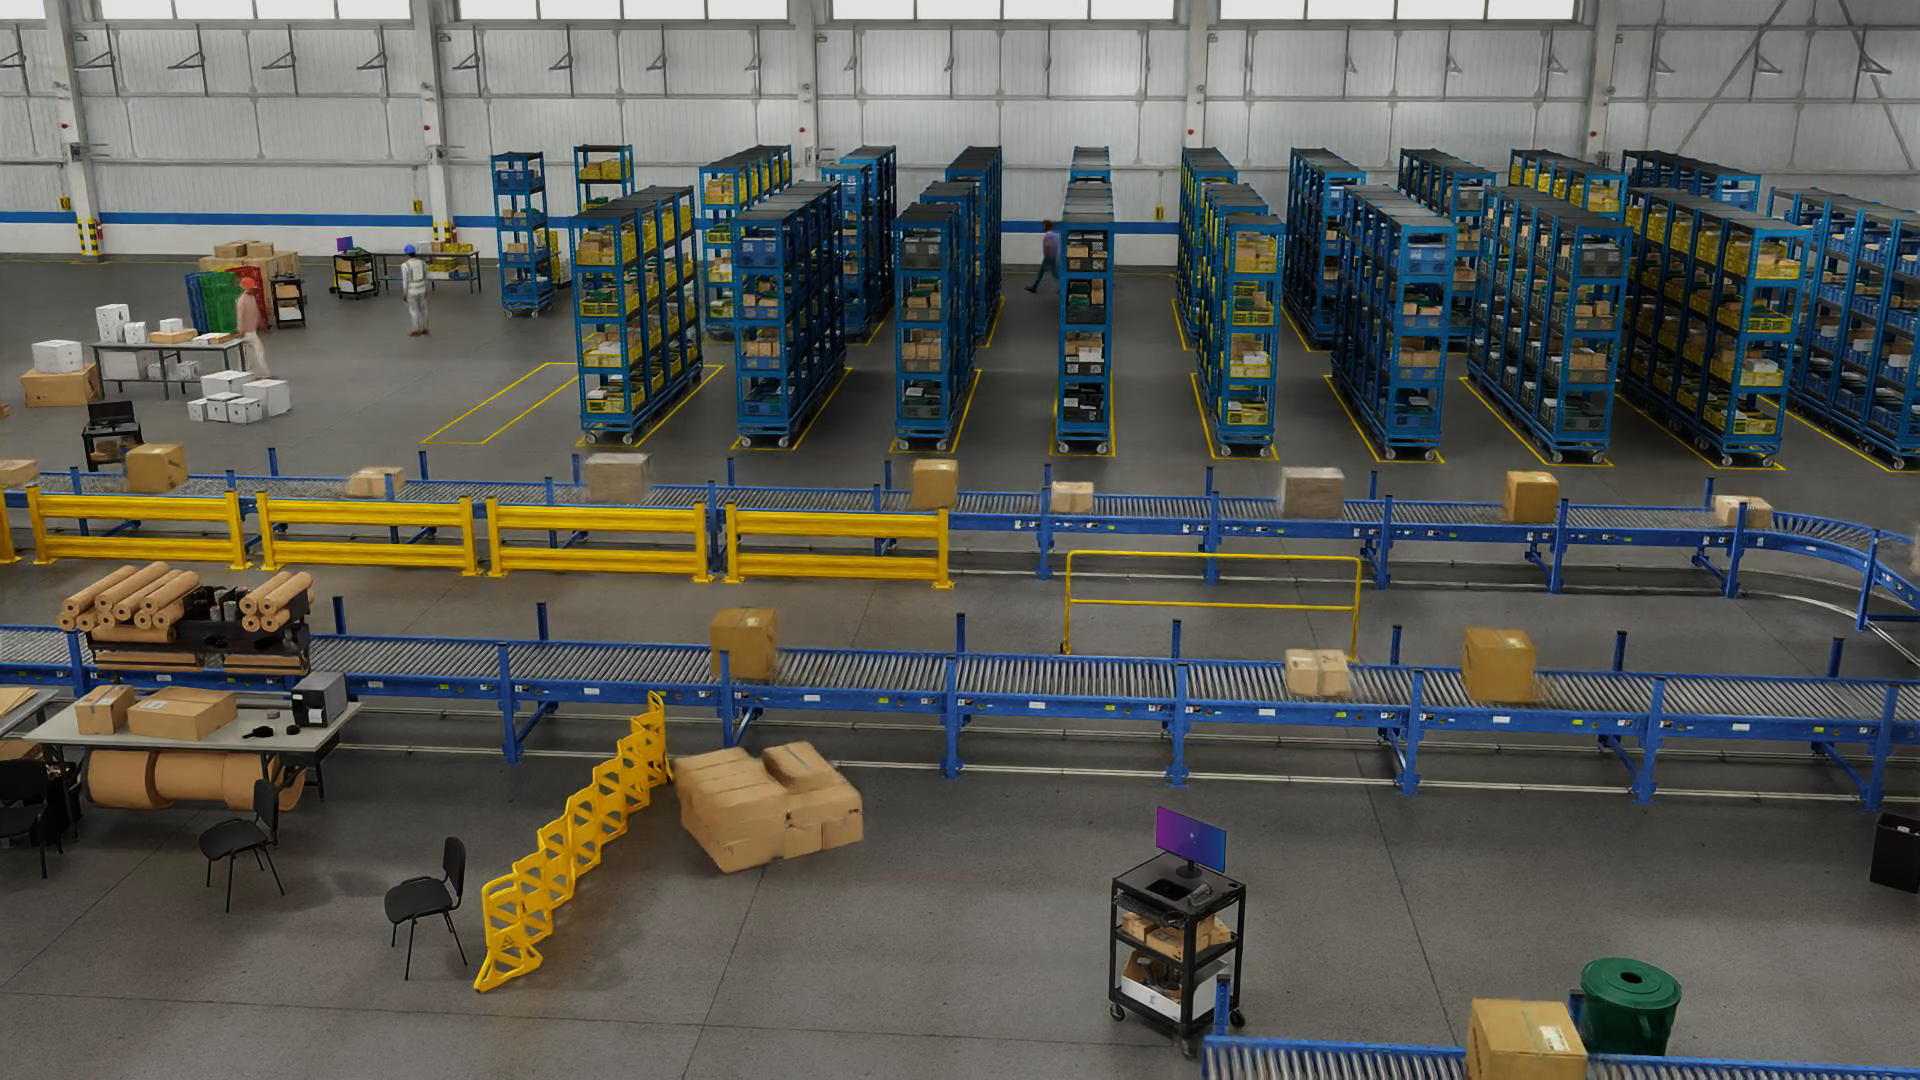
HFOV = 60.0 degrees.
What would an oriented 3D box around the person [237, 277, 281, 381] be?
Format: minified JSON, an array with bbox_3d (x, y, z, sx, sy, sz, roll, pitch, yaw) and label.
[{"bbox_3d":[-12.935,-3.857,30.602,0.883,1.954,0.612,-2,18,-6],"label":"person"}]

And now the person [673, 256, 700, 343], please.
[{"bbox_3d":[-5.715,-4.995,34.479,0.612,1.791,0.809,-11,20,-30],"label":"person"}]

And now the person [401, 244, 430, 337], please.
[{"bbox_3d":[-11.488,-5.254,35.043,0.404,1.945,0.615,11,21,31],"label":"person"}]

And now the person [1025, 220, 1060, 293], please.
[{"bbox_3d":[2.147,-6.901,40.544,1.024,1.784,0.578,7,19,21],"label":"person"}]
